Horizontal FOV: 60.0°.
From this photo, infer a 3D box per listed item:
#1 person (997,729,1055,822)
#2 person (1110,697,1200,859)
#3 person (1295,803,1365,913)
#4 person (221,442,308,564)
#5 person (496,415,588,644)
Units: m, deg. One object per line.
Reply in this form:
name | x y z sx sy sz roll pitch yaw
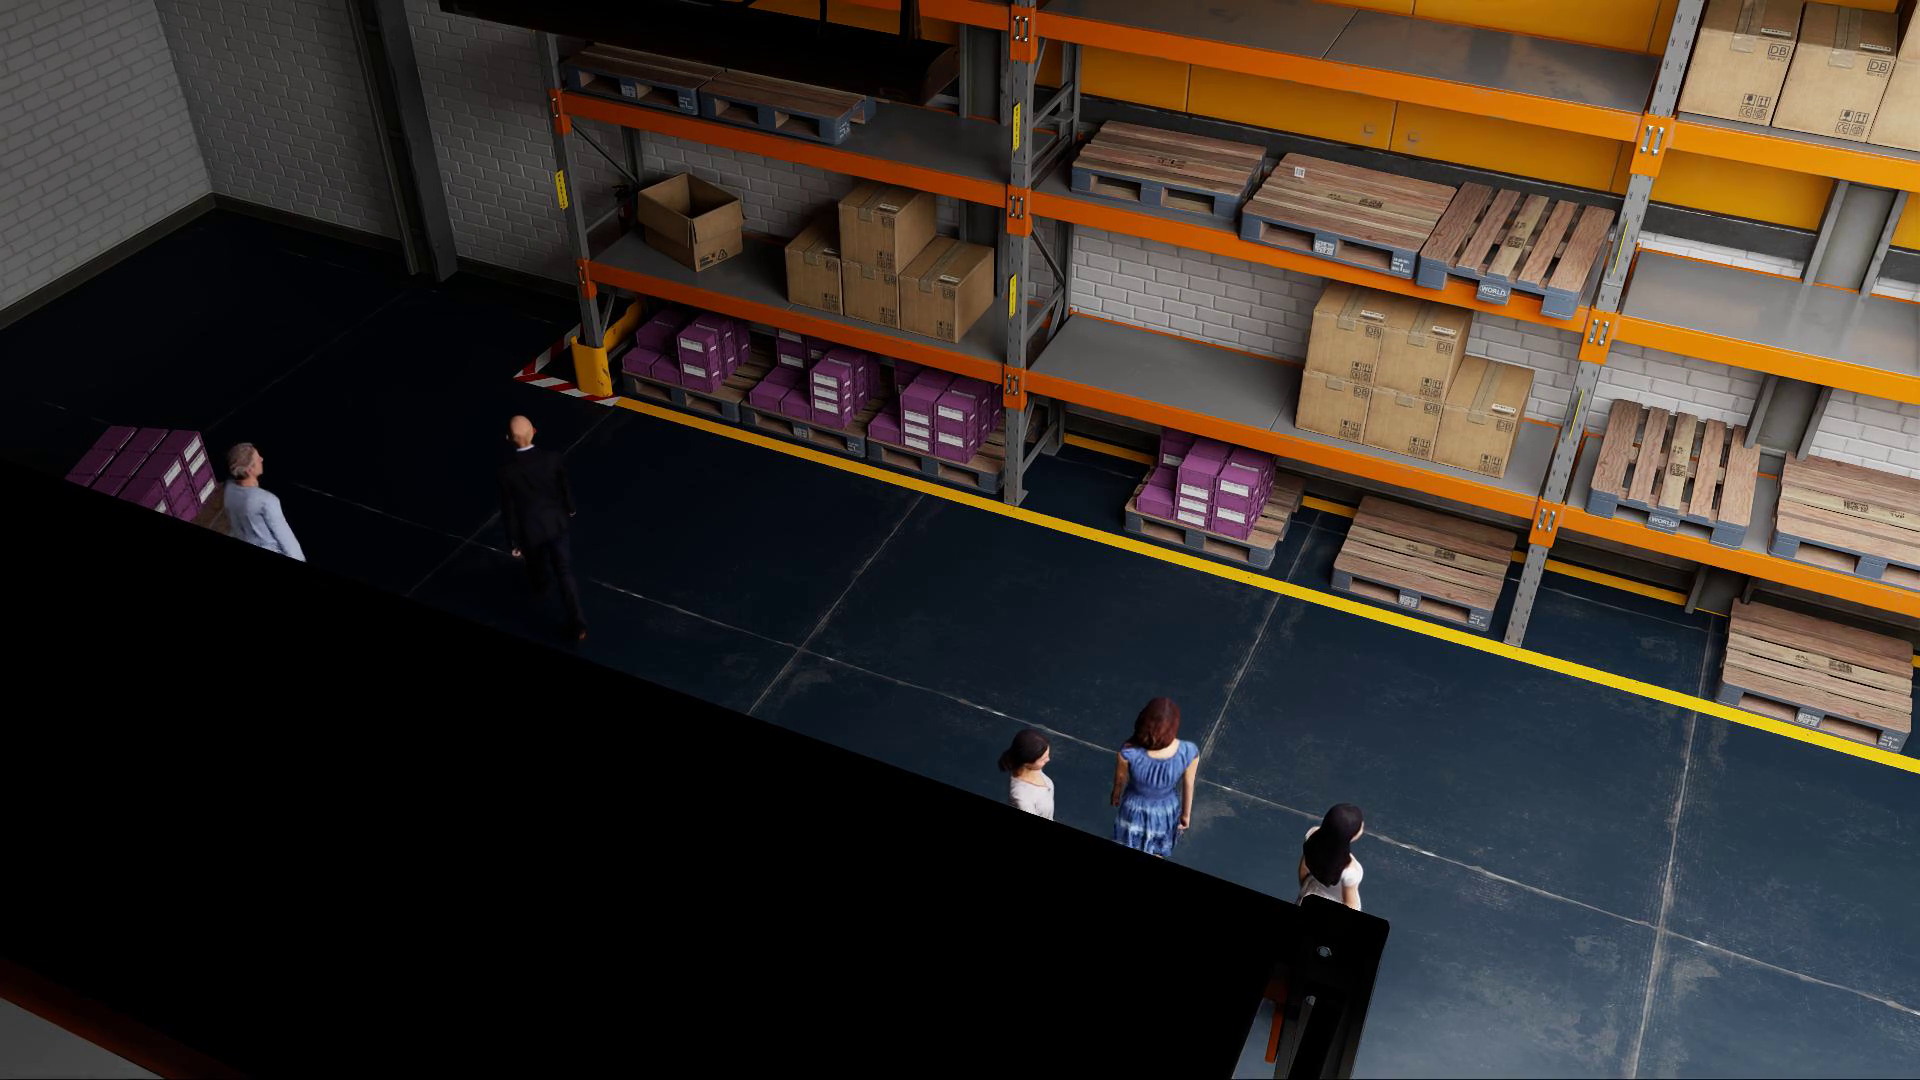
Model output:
person | 0.363 1.751 9.508 0.673 1.776 0.670 1 39 1
person | 1.103 1.676 9.603 1.067 1.776 1.056 -5 39 -6
person | 1.990 2.075 9.105 0.833 1.774 0.753 -20 43 -23
person | -4.786 0.203 11.387 1.242 1.851 0.928 26 45 29
person | -2.925 -0.051 11.780 1.195 1.758 1.308 -16 41 -20
